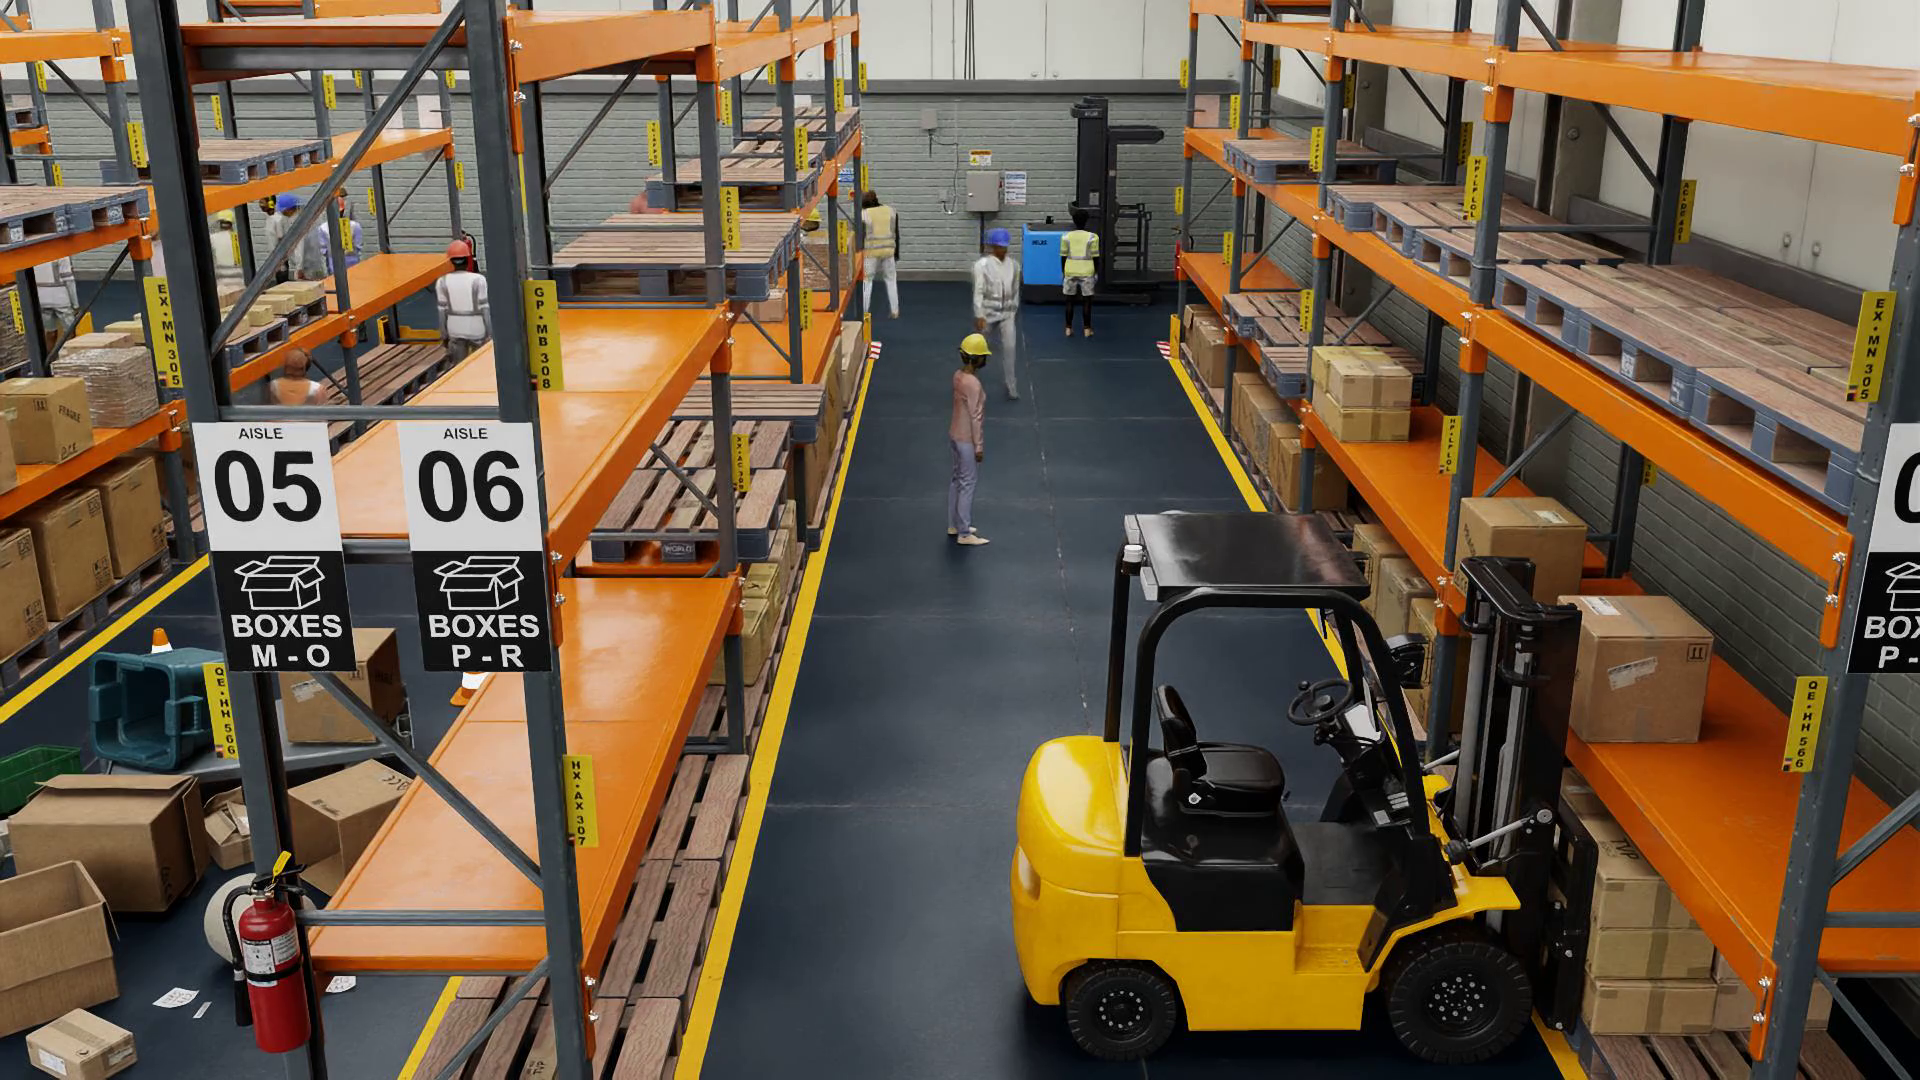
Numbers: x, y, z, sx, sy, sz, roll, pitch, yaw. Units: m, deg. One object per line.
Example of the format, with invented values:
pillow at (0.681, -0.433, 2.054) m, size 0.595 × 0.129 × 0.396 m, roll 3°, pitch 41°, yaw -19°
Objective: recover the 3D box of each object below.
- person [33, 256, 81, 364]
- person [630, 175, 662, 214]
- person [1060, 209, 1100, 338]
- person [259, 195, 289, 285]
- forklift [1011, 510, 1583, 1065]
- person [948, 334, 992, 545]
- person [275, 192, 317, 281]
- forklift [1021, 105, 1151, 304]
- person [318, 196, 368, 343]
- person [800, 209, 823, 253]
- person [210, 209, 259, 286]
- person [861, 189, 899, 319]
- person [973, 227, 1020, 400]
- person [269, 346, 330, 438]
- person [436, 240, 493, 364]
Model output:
person at (-10.536, -2.773, 19.386) m, size 0.557 × 1.923 × 0.391 m, roll 1°, pitch 18°, yaw 4°
person at (-4.434, -4.347, 24.186) m, size 0.663 × 1.894 × 0.418 m, roll -11°, pitch 21°, yaw -31°
person at (1.581, -3.523, 22.015) m, size 0.537 × 1.691 × 0.320 m, roll 5°, pitch 19°, yaw 16°
person at (-9.252, -3.799, 22.597) m, size 0.338 × 1.854 × 0.502 m, roll -13°, pitch 22°, yaw -35°
forklift at (1.387, 1.055, 7.378) m, size 2.313 × 2.155 × 1.214 m, roll 0°, pitch 18°, yaw 0°
person at (0.092, -0.834, 13.780) m, size 0.349 × 1.761 × 0.528 m, roll -6°, pitch 19°, yaw -17°
person at (-8.655, -3.666, 22.100) m, size 0.709 × 1.910 × 0.655 m, roll -5°, pitch 19°, yaw -14°
forklift at (1.857, -4.944, 24.441) m, size 1.873 × 2.768 × 1.129 m, roll 0°, pitch 18°, yaw 0°
person at (-8.002, -3.510, 21.608) m, size 0.539 × 1.929 × 0.396 m, roll -5°, pitch 19°, yaw -16°
person at (-1.942, -3.472, 21.793) m, size 0.324 × 1.731 × 0.493 m, roll 1°, pitch 18°, yaw 2°
person at (-9.204, -3.284, 21.119) m, size 0.601 × 1.797 × 0.449 m, roll -2°, pitch 18°, yaw -6°
person at (-1.140, -3.975, 23.200) m, size 0.665 × 1.811 × 0.446 m, roll -8°, pitch 20°, yaw -22°
person at (0.381, -2.593, 18.846) m, size 0.610 × 1.918 × 0.922 m, roll -7°, pitch 20°, yaw -21°
person at (-5.508, -0.800, 13.886) m, size 0.516 × 1.617 × 0.703 m, roll 1°, pitch 18°, yaw 3°
person at (-5.254, -2.246, 17.798) m, size 0.584 × 1.909 × 0.759 m, roll -1°, pitch 18°, yaw -3°
